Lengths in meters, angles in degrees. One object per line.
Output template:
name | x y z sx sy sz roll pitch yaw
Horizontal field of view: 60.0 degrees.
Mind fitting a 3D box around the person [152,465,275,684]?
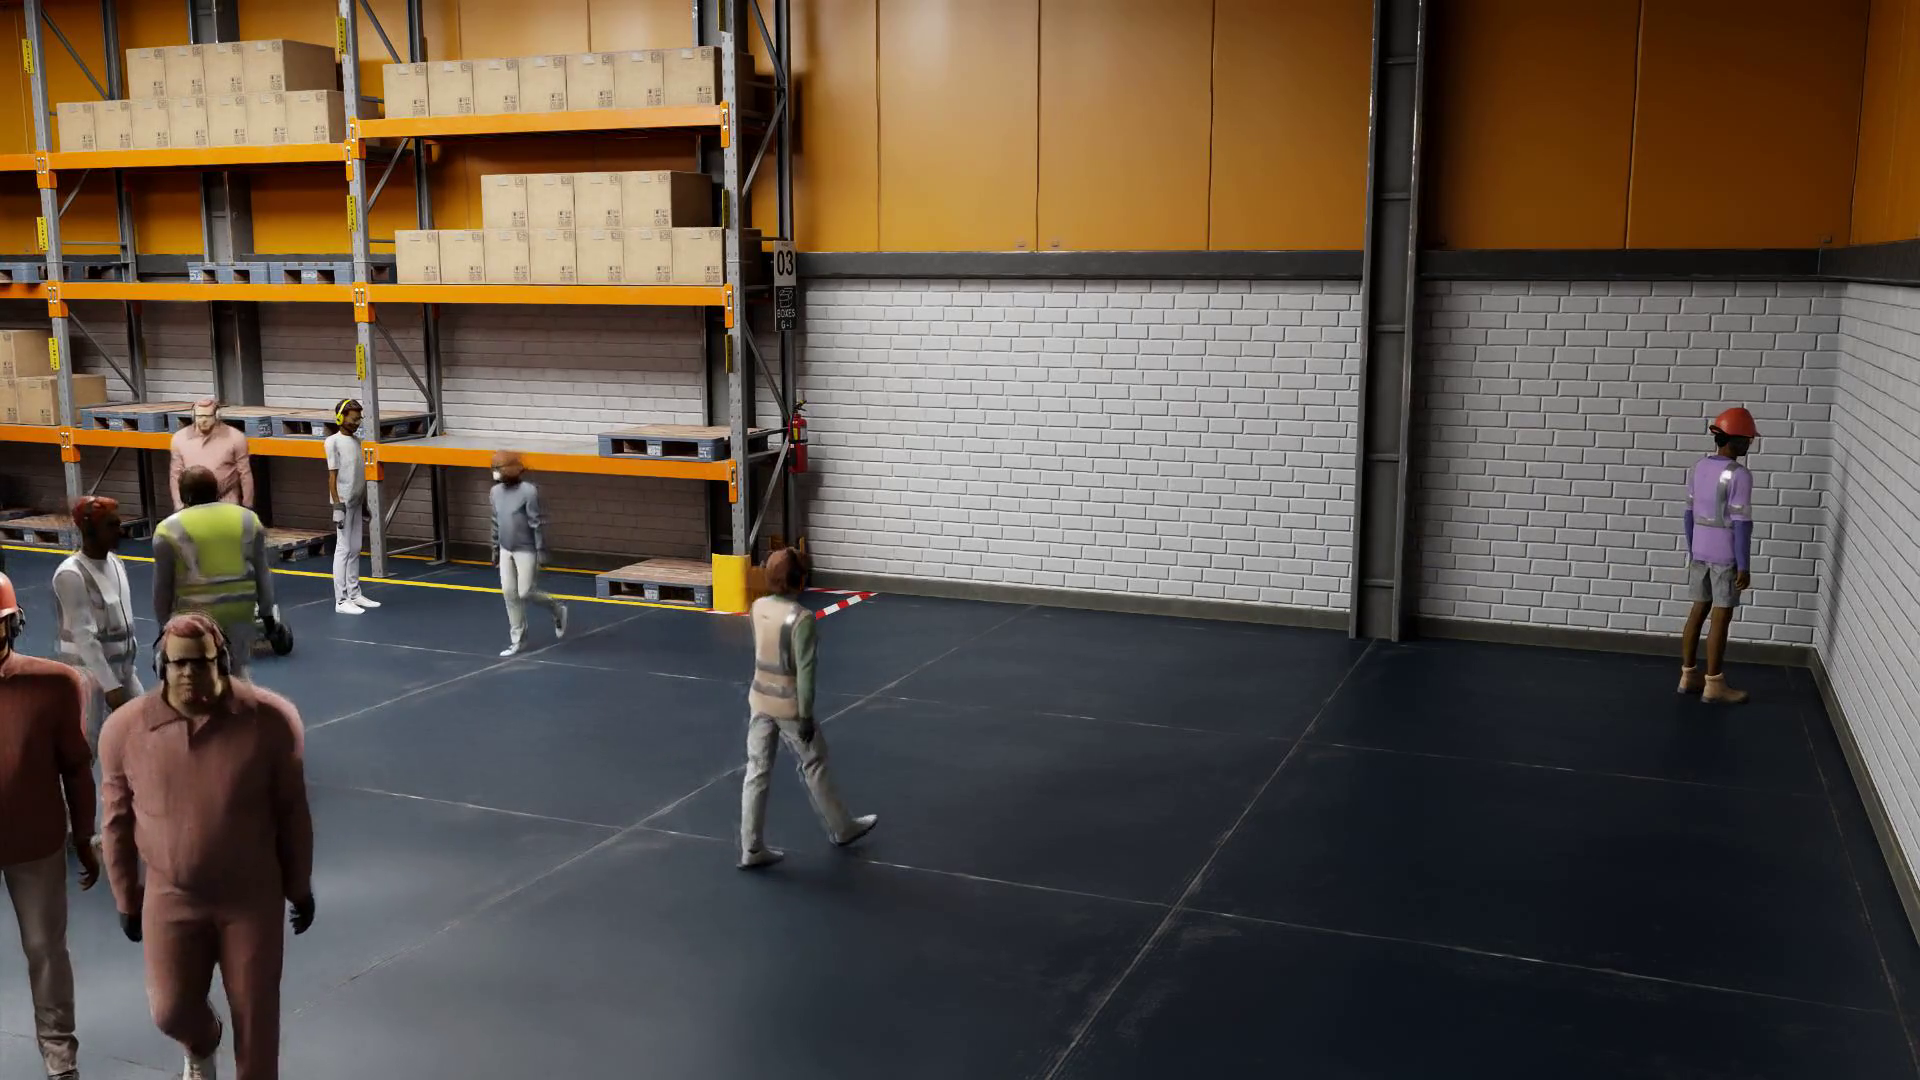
person | -4.512 0.458 10.047 0.648 1.818 0.495 -8 12 -41

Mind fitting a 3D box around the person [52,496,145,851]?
person | -4.296 0.697 8.519 0.761 1.857 0.586 0 9 2

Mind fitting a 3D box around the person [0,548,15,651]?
person | -5.558 0.603 9.130 0.659 1.822 0.713 -5 11 -28

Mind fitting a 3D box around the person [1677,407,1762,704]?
person | 5.282 0.102 11.519 0.392 2.041 0.615 -2 10 -11

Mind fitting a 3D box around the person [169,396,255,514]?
person | -6.594 -0.332 14.671 0.653 1.879 0.463 -2 10 -10

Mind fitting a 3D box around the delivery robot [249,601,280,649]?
delivery robot | -5.575 0.578 12.846 0.707 0.478 0.477 7 12 38

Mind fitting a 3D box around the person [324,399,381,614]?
person | -5.293 -0.295 14.471 0.328 1.865 0.519 1 9 8

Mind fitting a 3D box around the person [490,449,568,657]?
person | -3.392 0.084 12.958 0.535 1.604 0.551 5 11 30

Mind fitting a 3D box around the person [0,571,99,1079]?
person | -3.352 1.067 5.813 0.610 1.996 0.384 -5 11 -27

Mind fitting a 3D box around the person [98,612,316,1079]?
person | -2.527 1.152 5.637 0.652 1.892 0.557 -3 10 -18

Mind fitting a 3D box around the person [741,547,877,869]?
person | -0.801 0.827 8.420 0.807 1.599 0.541 -9 13 -44
